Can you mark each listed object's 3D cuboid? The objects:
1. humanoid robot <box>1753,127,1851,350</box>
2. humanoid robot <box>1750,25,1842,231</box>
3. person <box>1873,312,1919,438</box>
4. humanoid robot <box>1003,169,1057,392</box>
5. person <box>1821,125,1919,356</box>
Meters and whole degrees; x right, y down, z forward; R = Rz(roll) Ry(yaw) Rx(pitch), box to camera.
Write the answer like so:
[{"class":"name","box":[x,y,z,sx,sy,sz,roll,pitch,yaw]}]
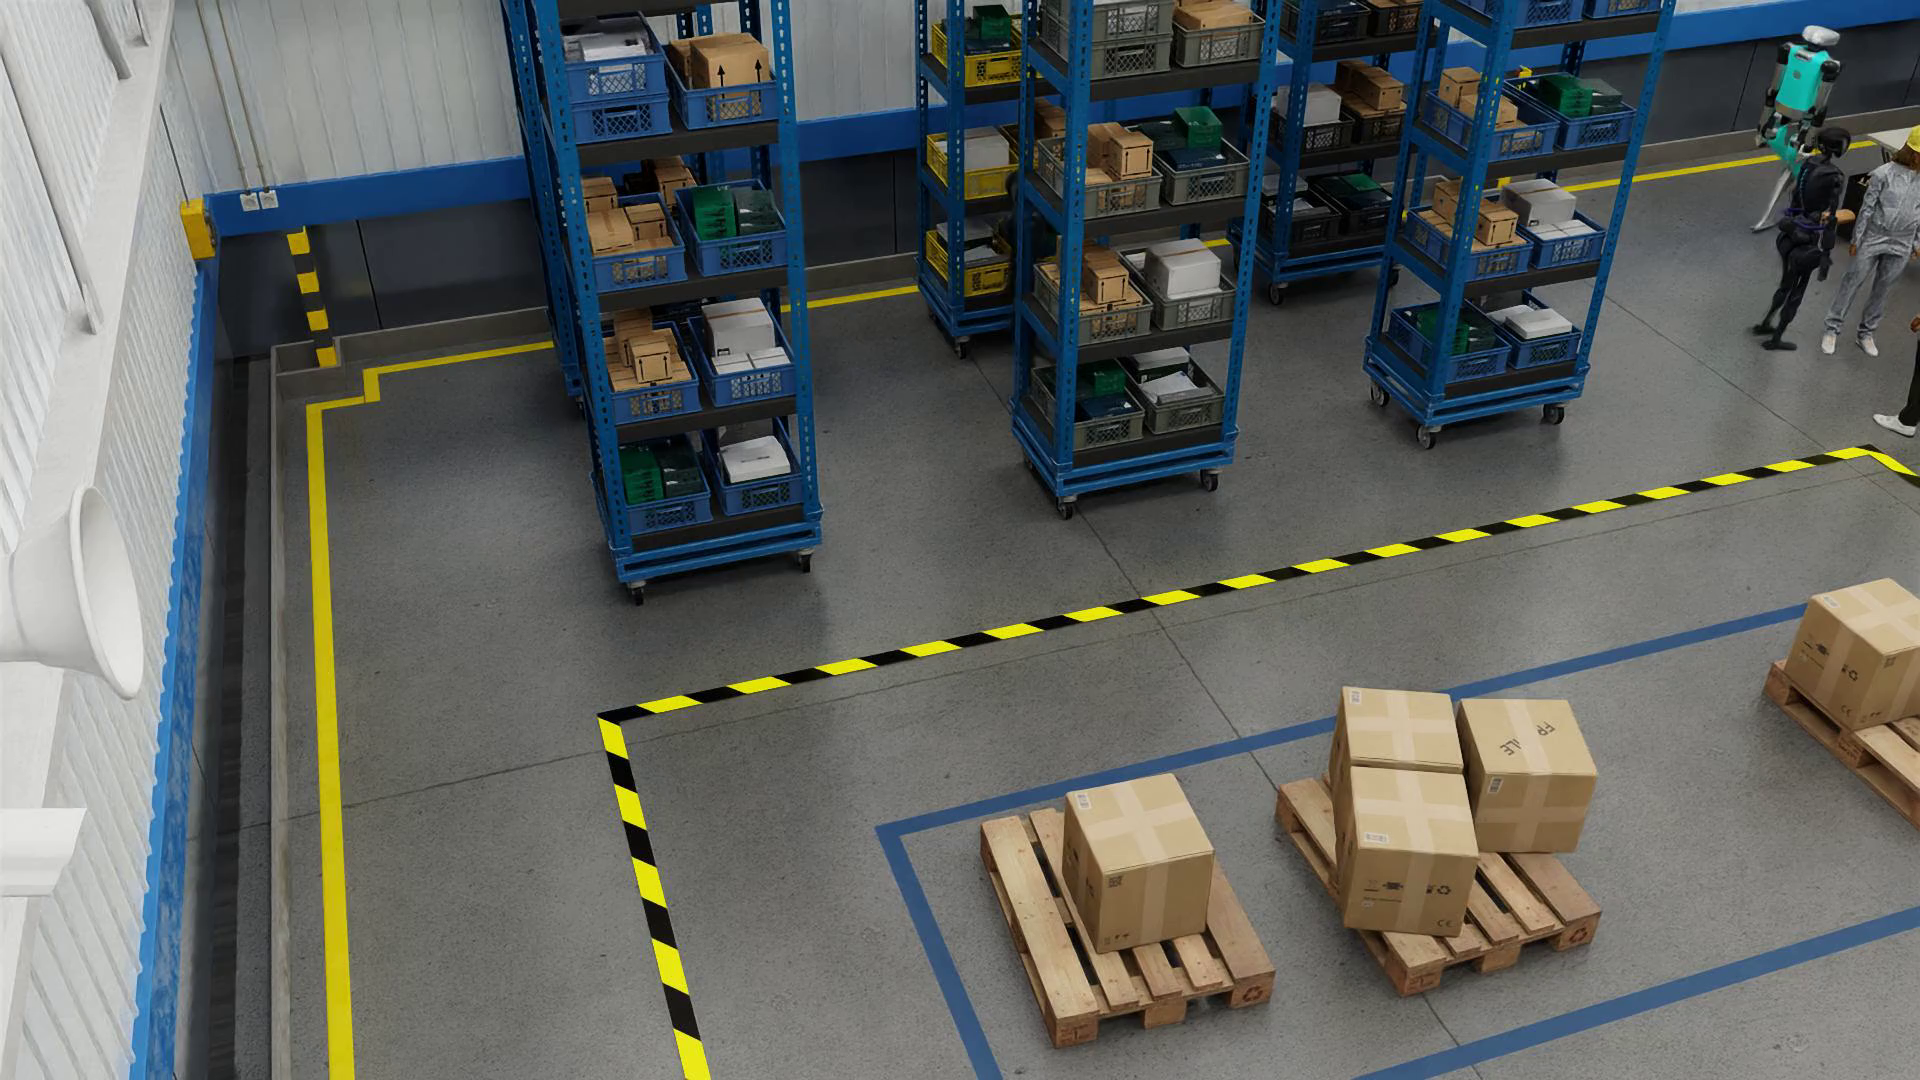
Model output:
[{"class":"humanoid robot","box":[6.043,-2.151,11.875,0.340,1.651,0.599,-2,35,-3]},{"class":"humanoid robot","box":[6.835,-3.256,13.498,0.728,1.901,0.547,-18,39,-24]},{"class":"person","box":[6.482,-1.540,10.865,0.596,1.851,0.384,-13,37,-17]},{"class":"humanoid robot","box":[0.511,-1.721,11.282,0.437,1.639,0.603,-6,36,-9]},{"class":"person","box":[6.563,-2.109,11.764,0.491,1.742,0.317,4,35,6]}]
